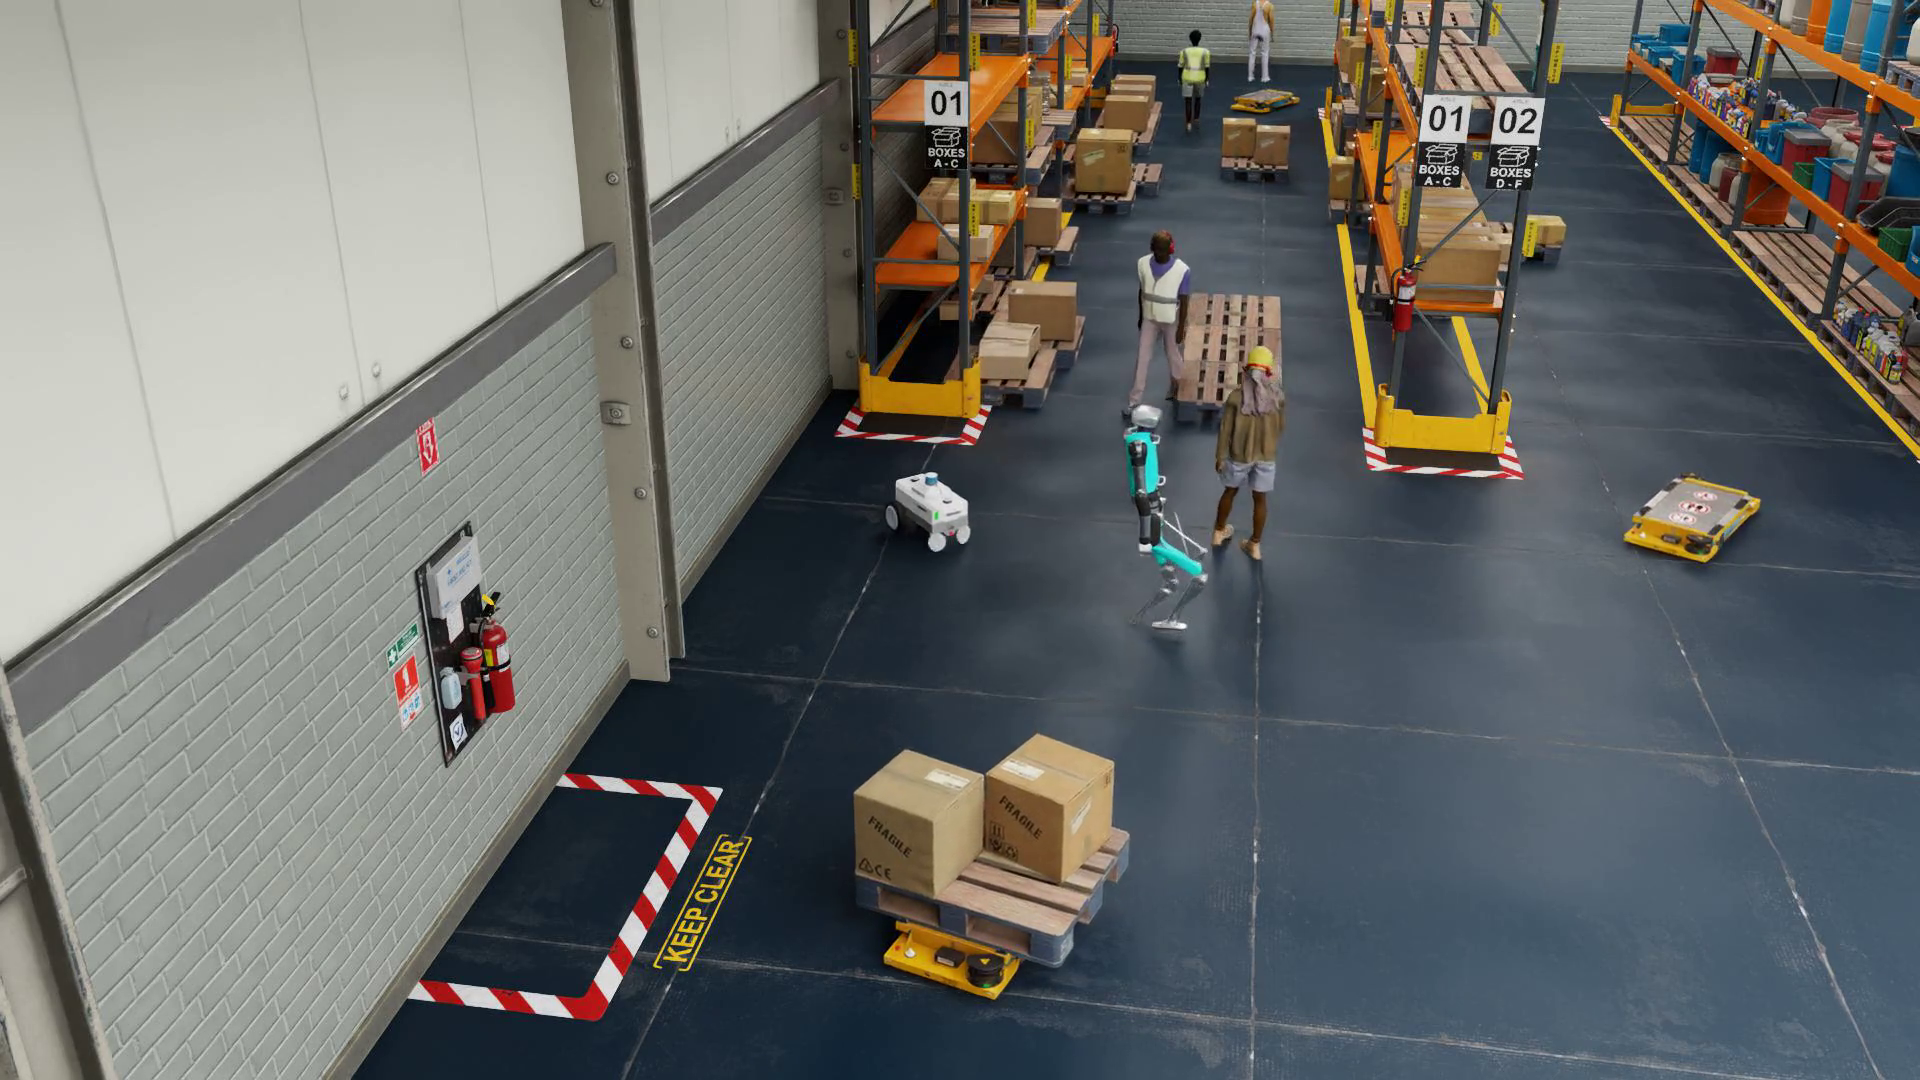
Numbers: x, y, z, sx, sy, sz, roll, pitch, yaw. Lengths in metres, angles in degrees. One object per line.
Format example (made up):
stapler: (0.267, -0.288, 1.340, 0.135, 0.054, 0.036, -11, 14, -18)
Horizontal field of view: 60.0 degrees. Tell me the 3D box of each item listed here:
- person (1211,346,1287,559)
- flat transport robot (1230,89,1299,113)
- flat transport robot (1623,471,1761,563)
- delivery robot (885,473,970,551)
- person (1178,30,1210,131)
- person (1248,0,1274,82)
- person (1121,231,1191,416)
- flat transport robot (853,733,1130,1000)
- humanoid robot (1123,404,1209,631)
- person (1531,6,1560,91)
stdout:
person: (2.279, -0.700, 13.106, 0.543, 1.745, 0.599, 1, 25, 2)
flat transport robot: (5.633, -8.098, 30.690, 0.659, 0.231, 1.431, 19, 31, 34)
flat transport robot: (6.088, -0.200, 13.785, 0.659, 0.231, 1.431, 19, 31, 35)
delivery robot: (-0.244, -0.264, 13.608, 0.516, 0.614, 0.785, -14, 29, -28)
person: (4.024, -7.948, 28.711, 0.547, 1.649, 0.853, 3, 25, 6)
person: (5.987, -10.059, 33.006, 0.529, 1.860, 0.389, 13, 28, 25)
person: (1.944, -2.130, 16.129, 0.575, 1.779, 0.989, 15, 29, 29)
flat transport robot: (0.202, 1.957, 9.168, 0.659, 0.231, 1.431, 12, 28, 24)
humanoid robot: (1.505, -0.081, 11.831, 0.810, 1.803, 0.539, 4, 25, 9)
person: (11.259, -9.496, 31.921, 0.397, 1.749, 0.556, -2, 25, -5)
